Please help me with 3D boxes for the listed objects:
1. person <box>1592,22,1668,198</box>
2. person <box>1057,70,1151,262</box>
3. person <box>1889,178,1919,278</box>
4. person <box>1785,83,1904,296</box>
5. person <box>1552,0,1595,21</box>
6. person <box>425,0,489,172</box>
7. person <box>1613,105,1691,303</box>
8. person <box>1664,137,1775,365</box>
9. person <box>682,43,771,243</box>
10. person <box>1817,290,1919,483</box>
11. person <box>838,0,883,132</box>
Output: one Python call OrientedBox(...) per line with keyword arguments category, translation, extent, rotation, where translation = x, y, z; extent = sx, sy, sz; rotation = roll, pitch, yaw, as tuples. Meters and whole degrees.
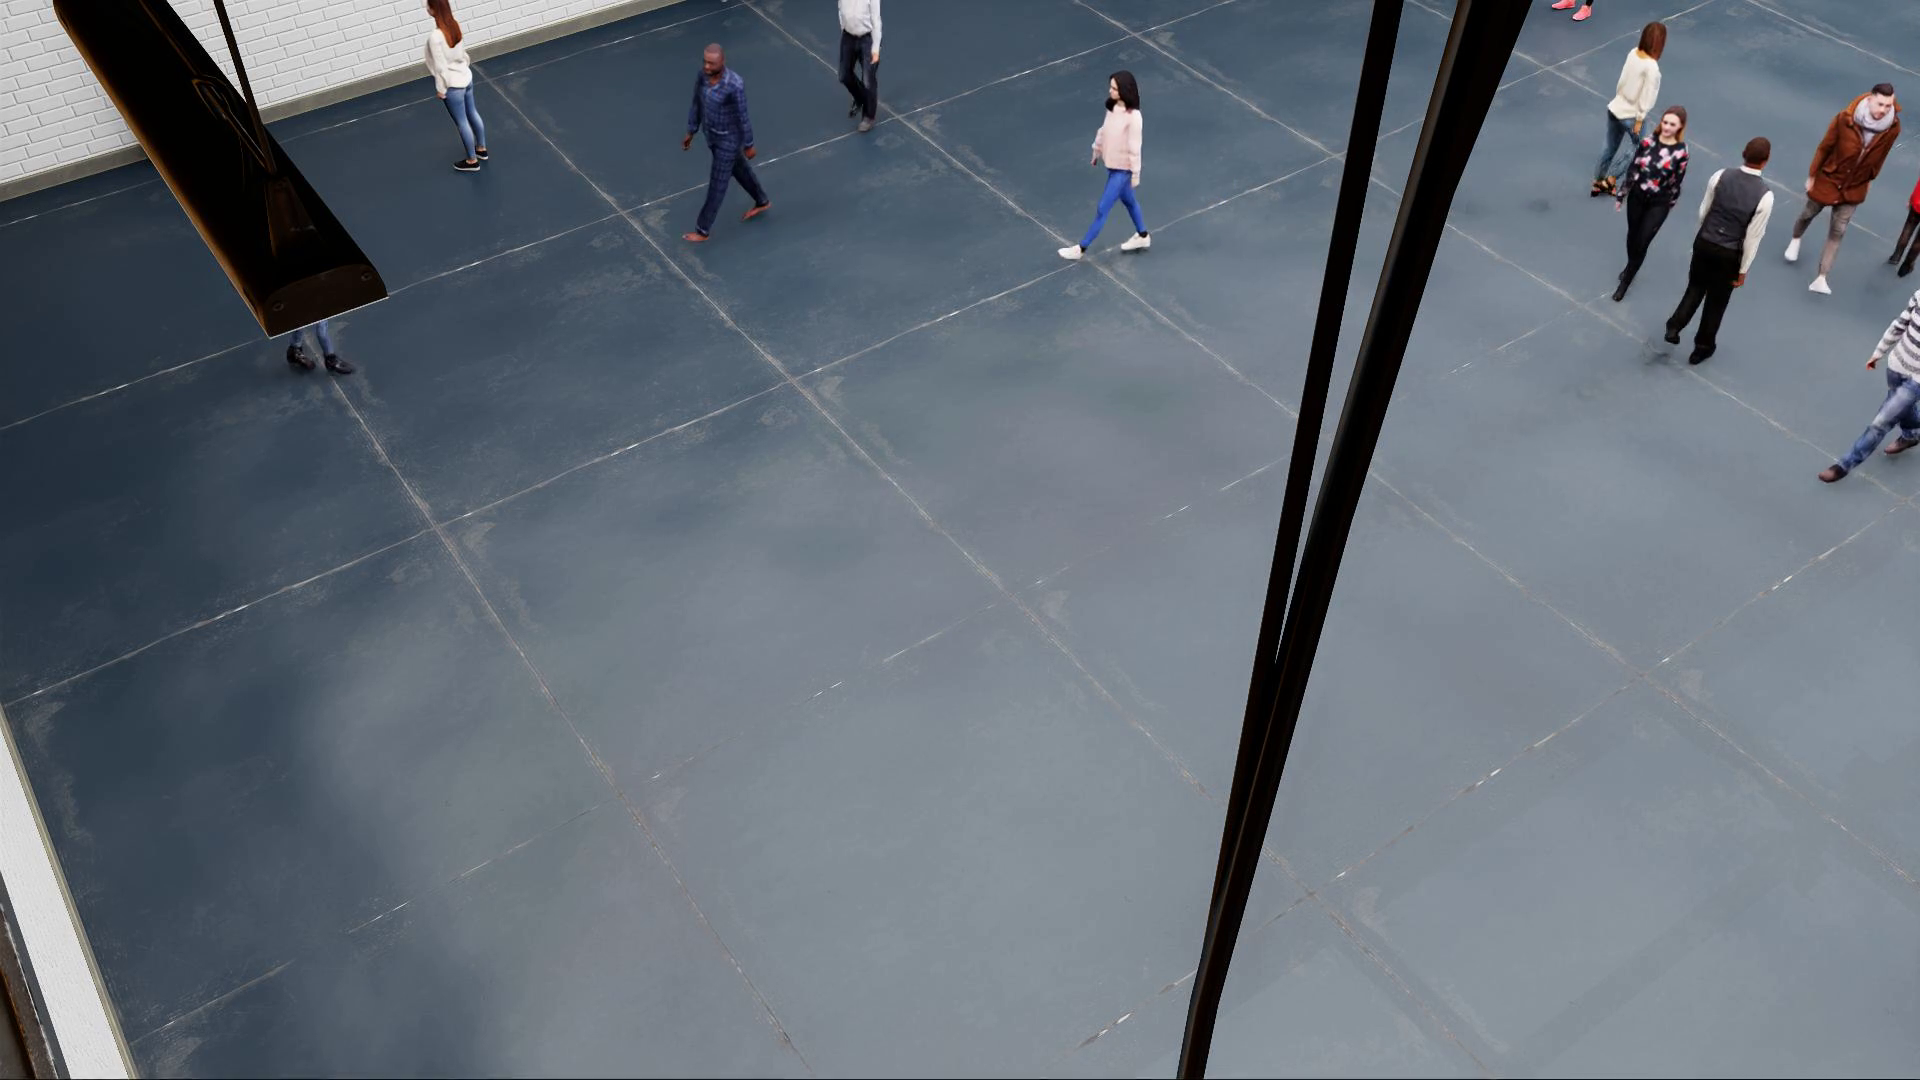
OrientedBox(category="person", translation=(5.841, -3.769, 14.714), extent=(0.754, 1.672, 0.747), rotation=(-7, 44, -7))
OrientedBox(category="person", translation=(1.429, -3.134, 14.015), extent=(1.211, 1.716, 0.890), rotation=(-14, 45, -14))
OrientedBox(category="person", translation=(8.120, -2.778, 13.963), extent=(0.554, 1.273, 0.565), rotation=(31, 52, 29))
OrientedBox(category="person", translation=(7.291, -3.000, 13.833), extent=(1.168, 1.774, 1.261), rotation=(11, 45, 11))
OrientedBox(category="person", translation=(6.628, -6.298, 17.352), extent=(0.549, 1.695, 0.611), rotation=(-21, 48, -21))
OrientedBox(category="person", translation=(-4.586, -4.170, 15.120), extent=(0.762, 1.692, 0.682), rotation=(11, 45, 12))
OrientedBox(category="person", translation=(5.728, -2.852, 13.760), extent=(0.743, 1.659, 0.918), rotation=(29, 51, 27))
OrientedBox(category="person", translation=(5.851, -2.221, 12.925), extent=(0.868, 1.898, 0.772), rotation=(-28, 50, -26))
OrientedBox(category="person", translation=(-1.946, -3.473, 14.329), extent=(1.223, 1.773, 0.770), rotation=(-30, 51, -28))
OrientedBox(category="person", translation=(6.913, -1.227, 11.954), extent=(1.291, 1.798, 0.893), rotation=(-14, 45, -14))
OrientedBox(category="person", translation=(-0.877, -4.743, 15.637), extent=(0.779, 1.808, 0.804), rotation=(20, 47, 20))
